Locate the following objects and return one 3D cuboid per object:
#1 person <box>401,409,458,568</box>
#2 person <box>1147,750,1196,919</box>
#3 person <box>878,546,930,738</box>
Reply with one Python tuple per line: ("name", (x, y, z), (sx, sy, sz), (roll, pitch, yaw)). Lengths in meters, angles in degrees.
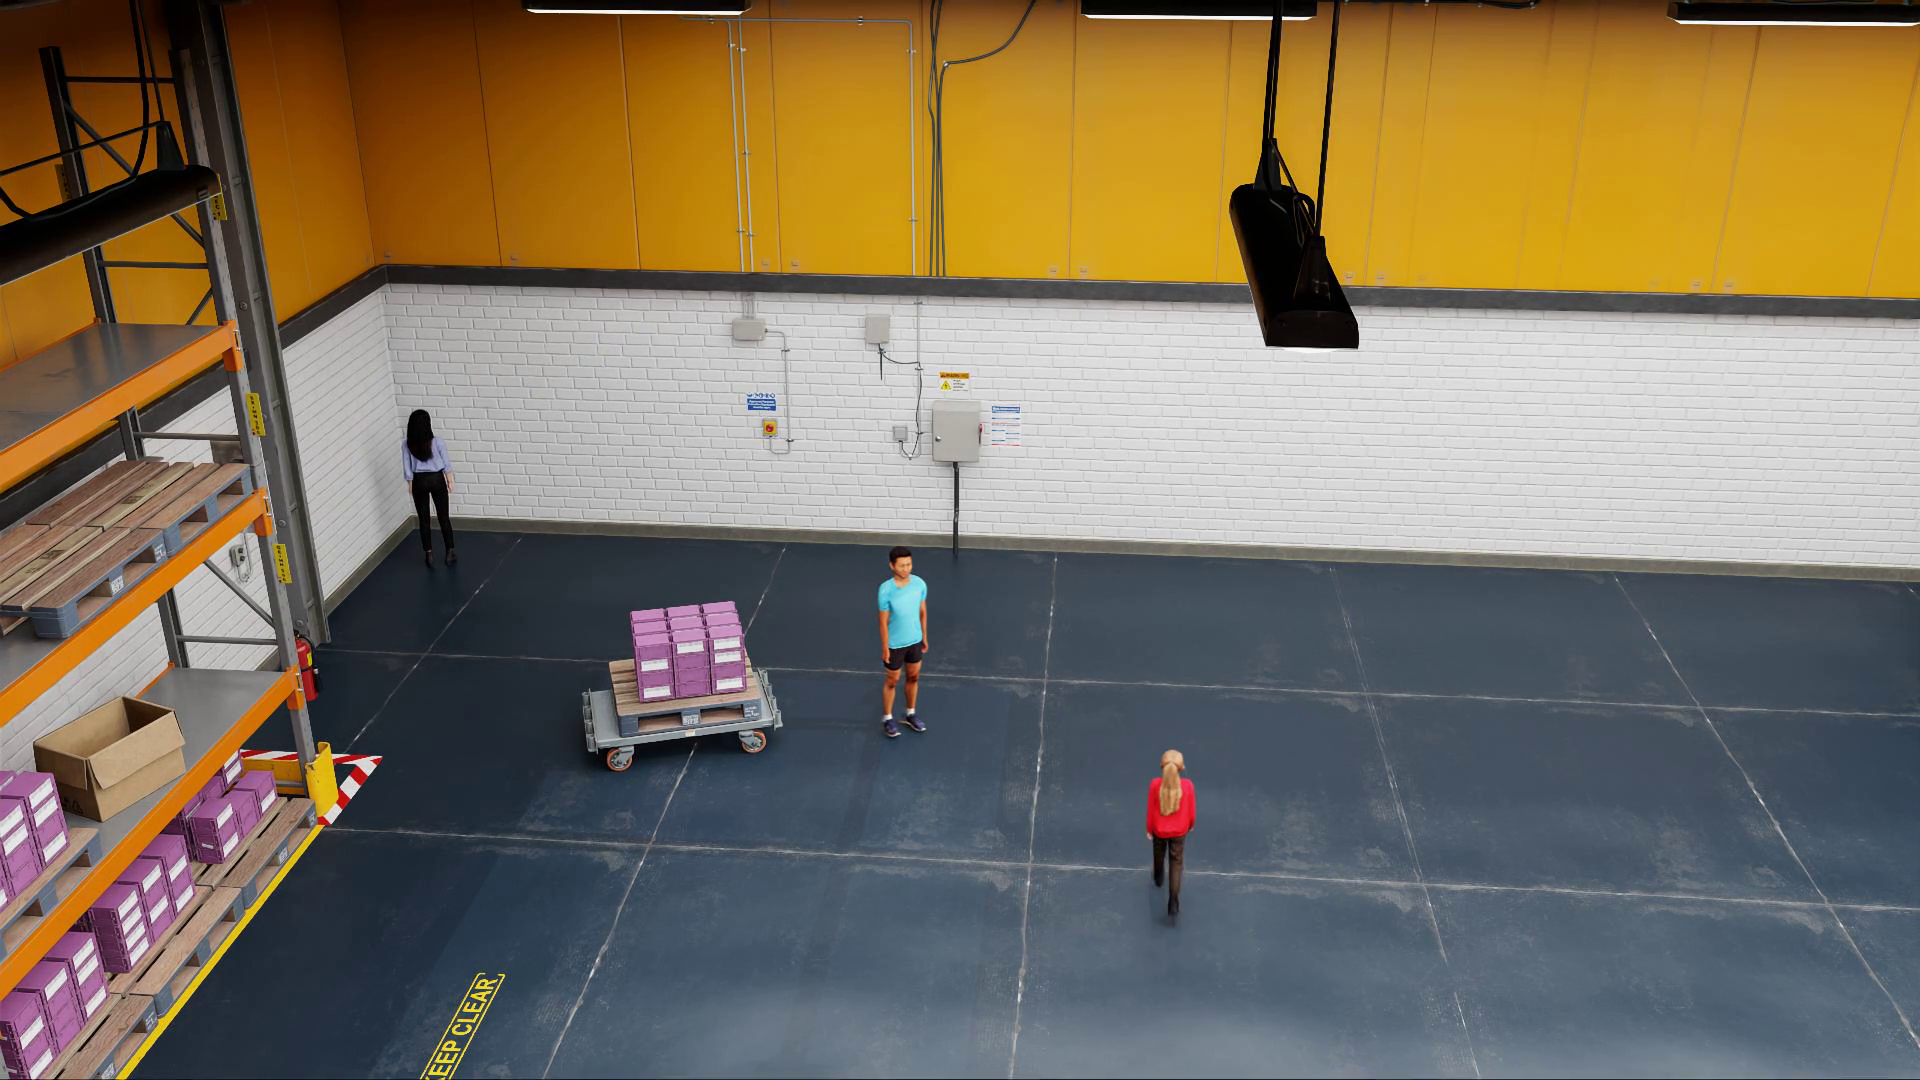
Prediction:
("person", (-5.654, -0.558, 17.701), (0.716, 1.743, 0.662), (-5, 24, -12))
("person", (1.534, 2.145, 12.126), (0.502, 1.256, 0.902), (2, 24, 6))
("person", (-0.504, 0.865, 14.409), (0.683, 1.773, 0.706), (-13, 27, -28))
